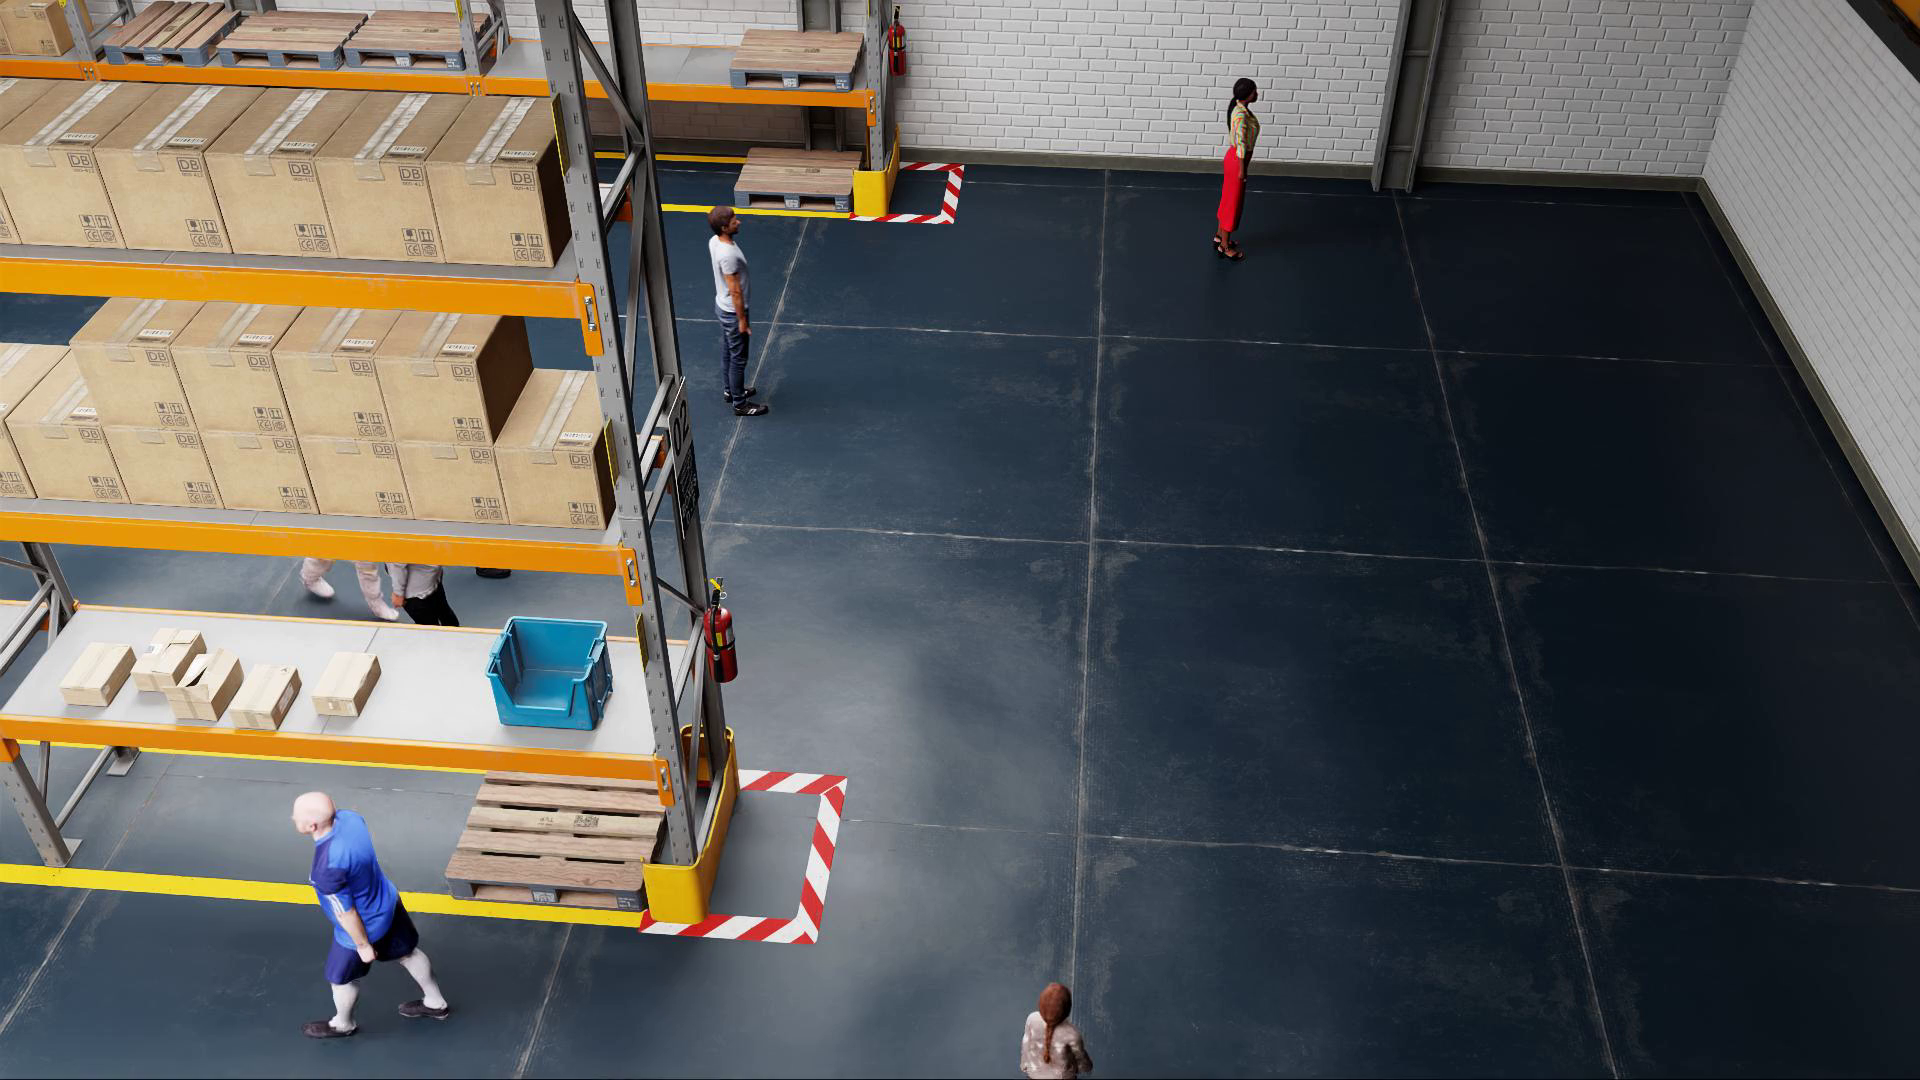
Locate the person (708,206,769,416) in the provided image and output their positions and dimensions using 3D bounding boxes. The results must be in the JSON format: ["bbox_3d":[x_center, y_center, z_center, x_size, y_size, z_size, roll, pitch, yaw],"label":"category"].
[{"bbox_3d":[-1.880,-1.896,13.707,0.704,1.865,0.717,-14,41,-17],"label":"person"}]

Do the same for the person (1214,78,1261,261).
[{"bbox_3d":[2.625,-3.535,15.819,0.552,1.792,0.617,-1,39,-1],"label":"person"}]

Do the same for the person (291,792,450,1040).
[{"bbox_3d":[-3.086,2.016,8.858,1.022,1.805,0.753,-1,39,-1],"label":"person"}]

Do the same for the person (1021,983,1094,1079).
[{"bbox_3d":[0.448,2.733,8.470,0.832,1.168,0.795,24,44,27],"label":"person"}]
